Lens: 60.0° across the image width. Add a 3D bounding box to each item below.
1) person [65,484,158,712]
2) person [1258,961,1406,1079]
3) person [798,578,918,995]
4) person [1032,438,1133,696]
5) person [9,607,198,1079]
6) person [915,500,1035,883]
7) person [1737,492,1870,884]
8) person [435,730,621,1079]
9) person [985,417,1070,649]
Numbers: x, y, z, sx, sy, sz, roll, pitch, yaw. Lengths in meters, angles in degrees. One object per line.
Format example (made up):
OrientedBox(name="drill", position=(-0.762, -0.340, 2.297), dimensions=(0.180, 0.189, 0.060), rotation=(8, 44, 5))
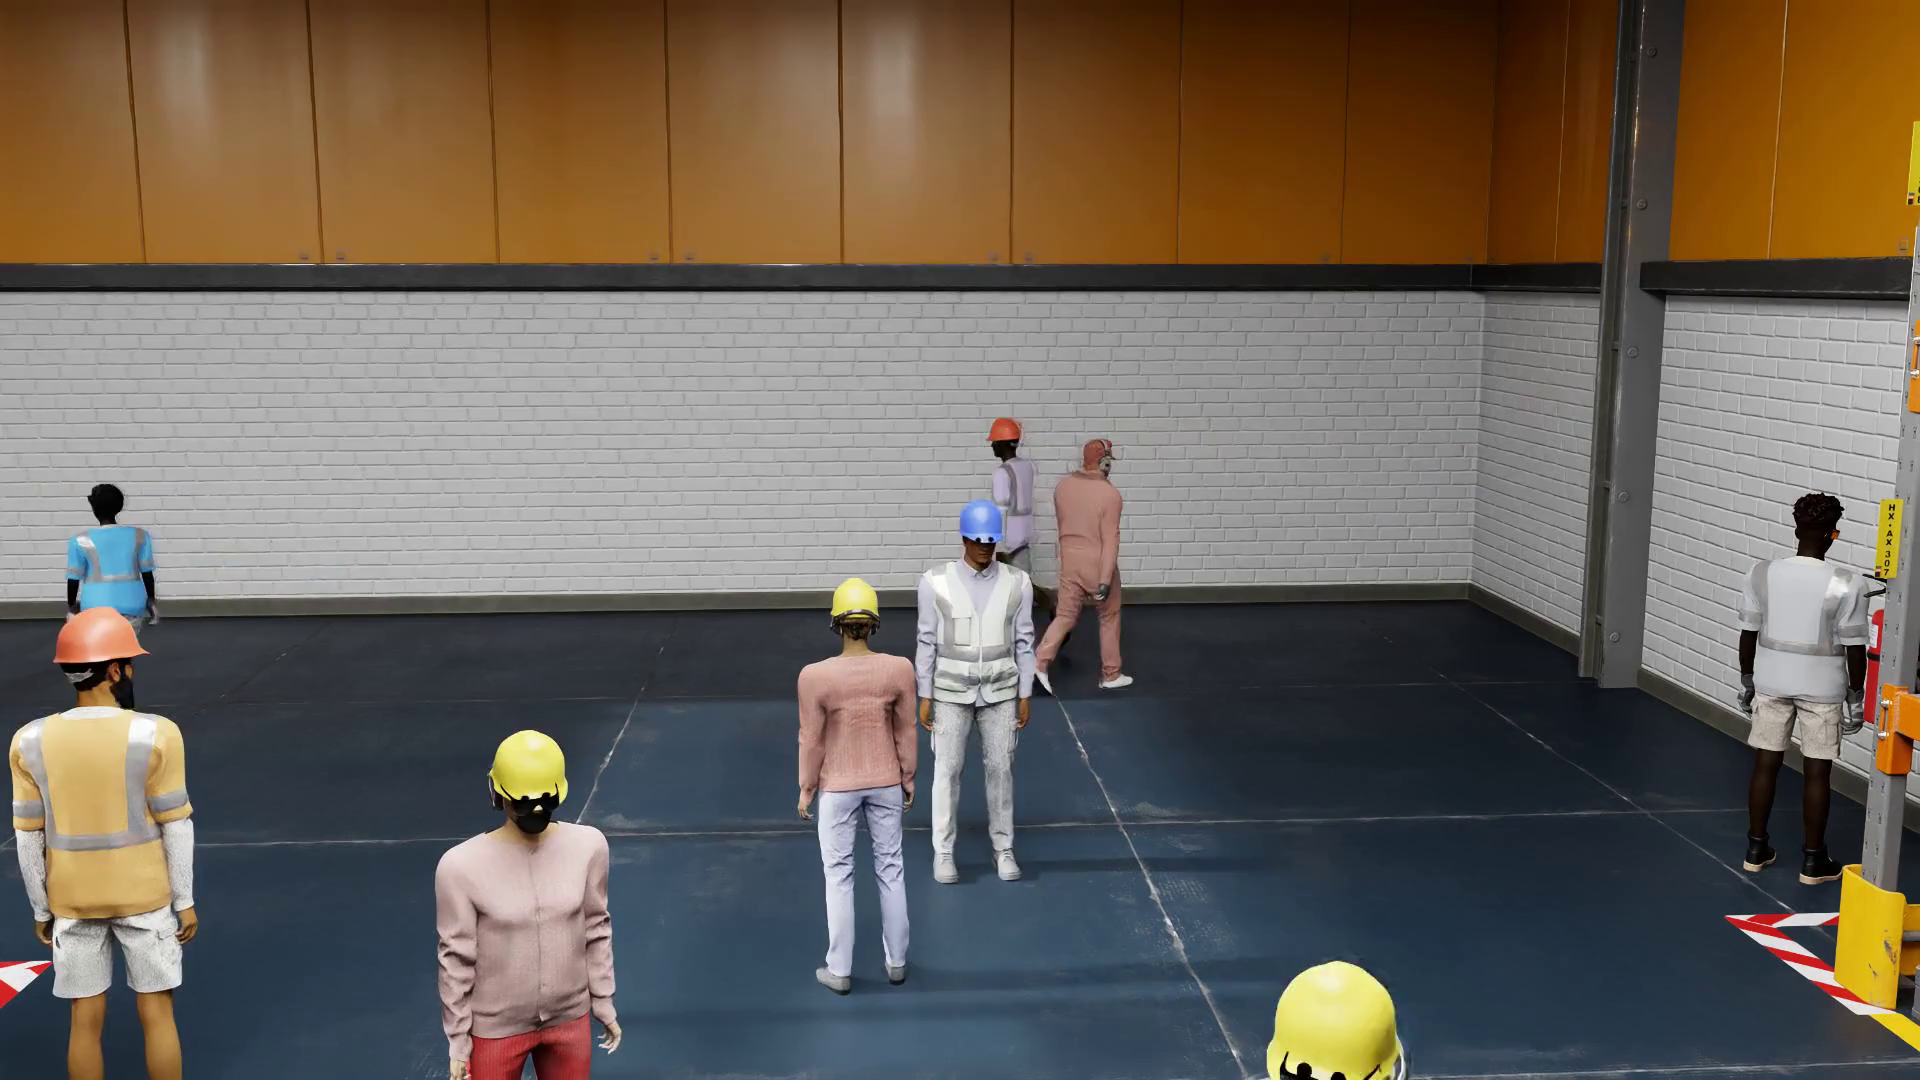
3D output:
OrientedBox(name="person", position=(-5.684, 0.447, 11.136), dimensions=(0.861, 1.648, 0.546), rotation=(8, 12, 42))
OrientedBox(name="person", position=(0.662, 1.643, 3.104), dimensions=(0.625, 1.810, 0.512), rotation=(7, 12, 38))
OrientedBox(name="person", position=(-0.438, 1.038, 7.063), dimensions=(0.533, 1.767, 0.326), rotation=(-3, 10, -20))
OrientedBox(name="person", position=(0.880, 0.199, 12.014), dimensions=(0.640, 1.872, 0.889), rotation=(8, 12, 42))
OrientedBox(name="person", position=(-2.851, 1.186, 5.605), dimensions=(0.547, 1.934, 0.376), rotation=(-1, 9, -8))
OrientedBox(name="person", position=(0.076, 0.754, 8.302), dimensions=(0.608, 1.939, 0.407), rotation=(-1, 9, -9))
OrientedBox(name="person", position=(4.218, 0.734, 8.338), dimensions=(0.361, 1.964, 0.613), rotation=(-9, 13, -44))
OrientedBox(name="person", position=(-1.232, 1.400, 4.811), dimensions=(0.523, 1.760, 0.325), rotation=(-6, 11, -35))
OrientedBox(name="person", position=(0.486, -0.022, 13.305), dimensions=(0.813, 1.914, 0.551), rotation=(6, 11, 33))
